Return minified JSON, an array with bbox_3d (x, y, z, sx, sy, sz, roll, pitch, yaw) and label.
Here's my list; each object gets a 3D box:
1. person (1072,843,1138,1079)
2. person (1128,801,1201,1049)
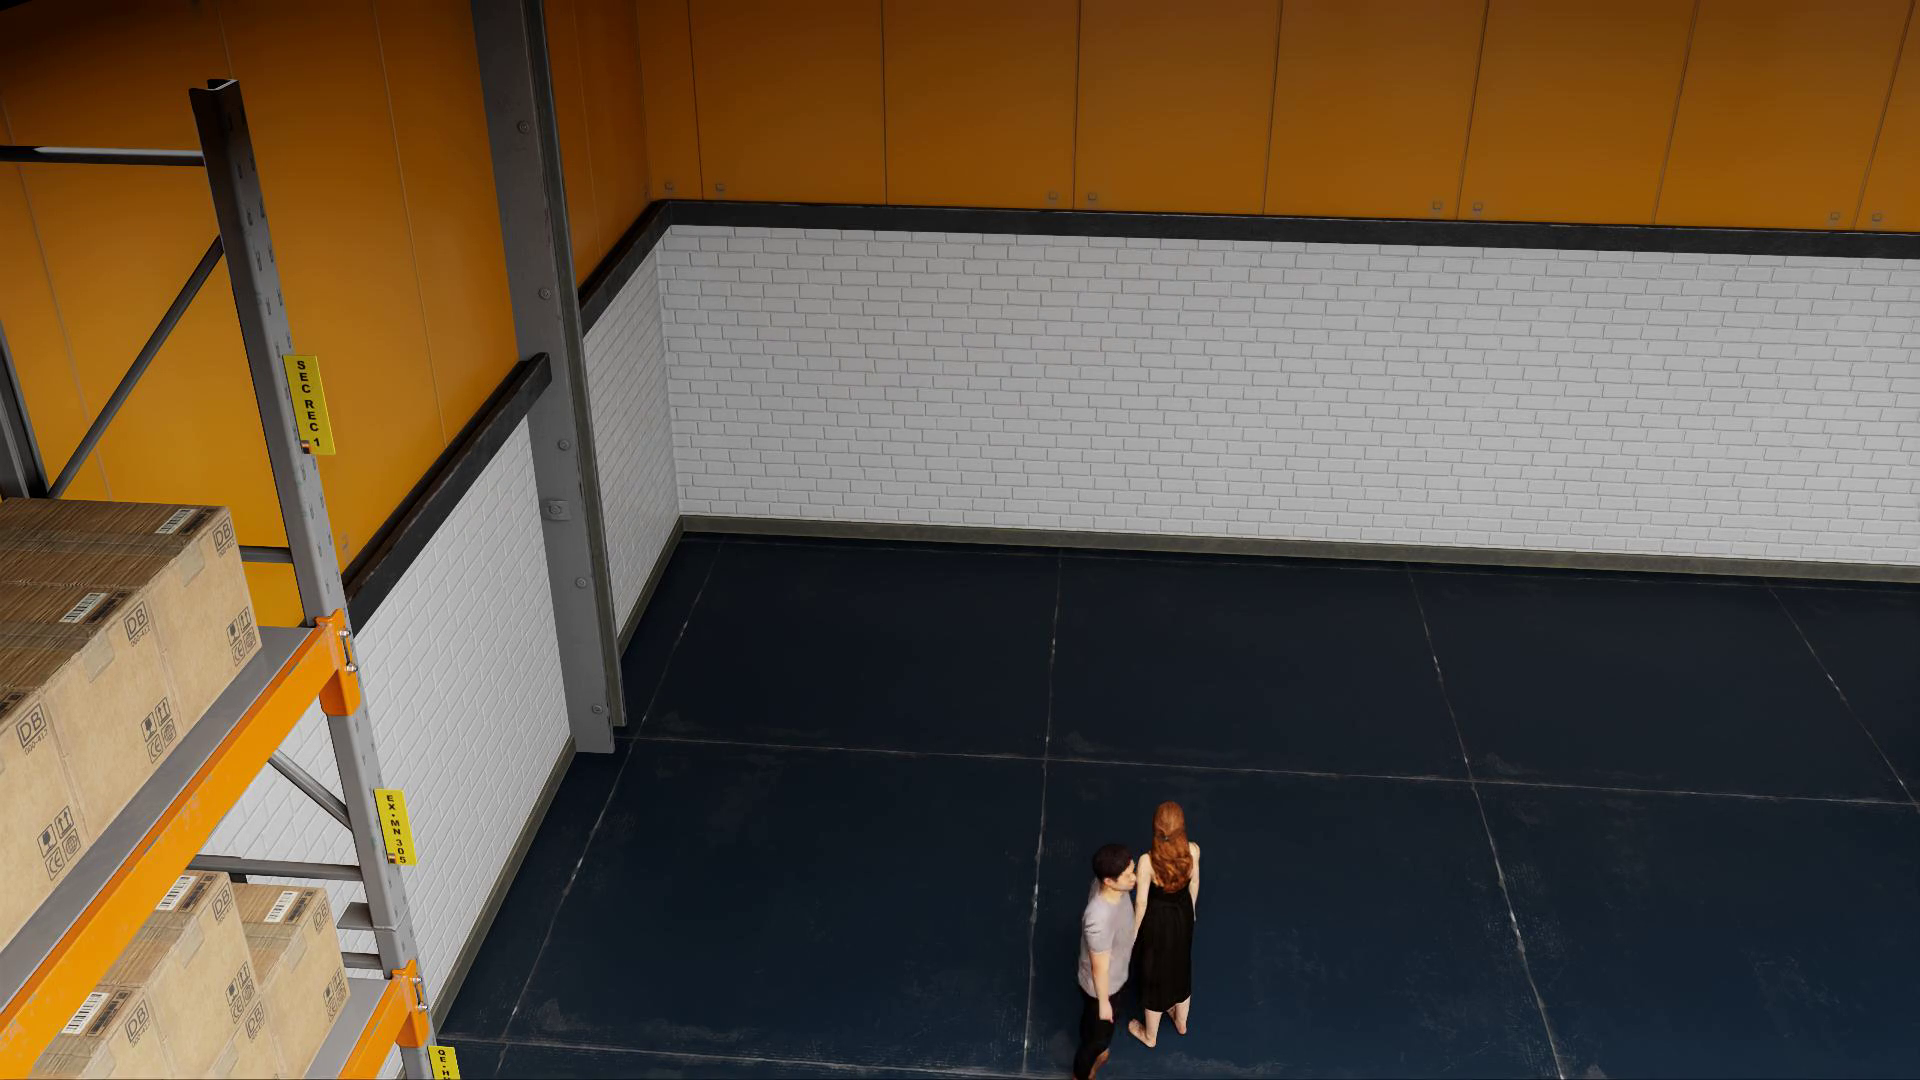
[{"bbox_3d":[0.746,2.277,8.829,0.807,1.721,0.490,0,29,0],"label":"person"},{"bbox_3d":[1.134,2.126,9.206,0.672,1.625,0.705,-13,31,-22],"label":"person"}]
